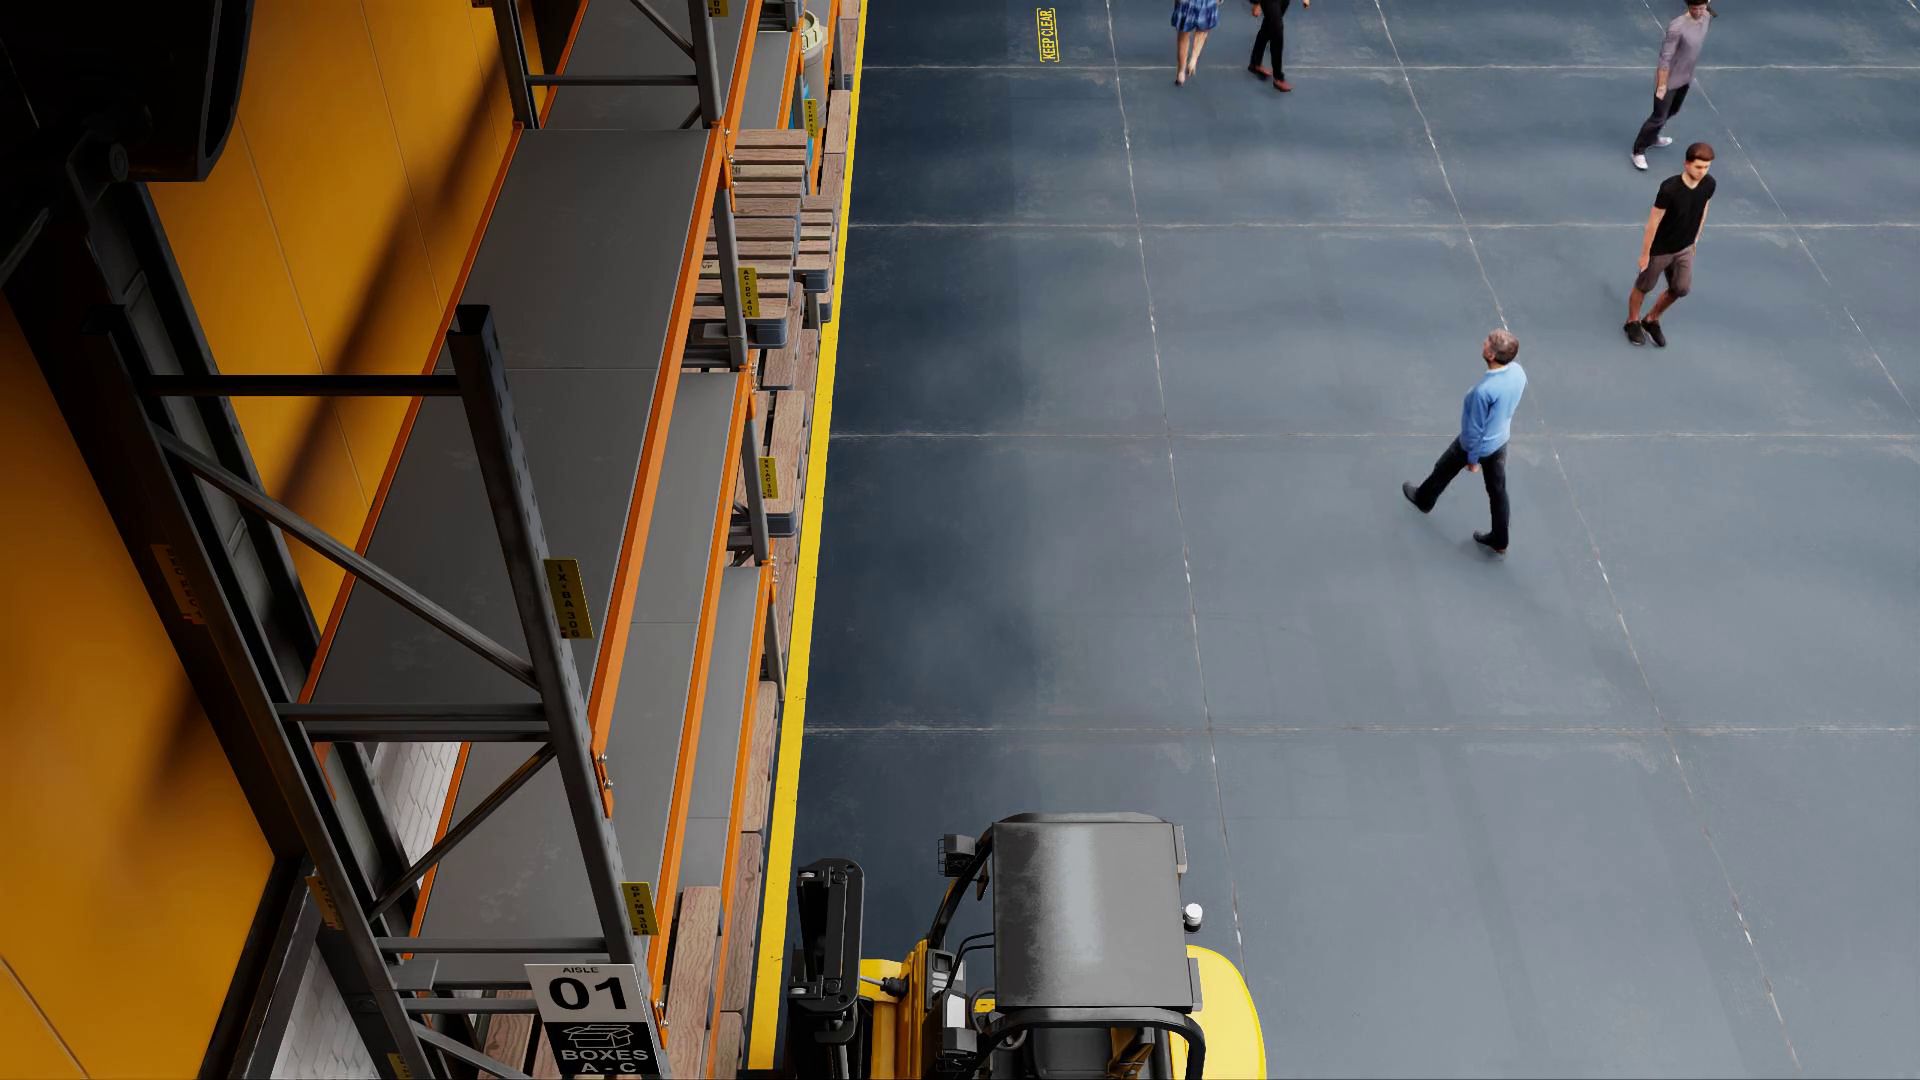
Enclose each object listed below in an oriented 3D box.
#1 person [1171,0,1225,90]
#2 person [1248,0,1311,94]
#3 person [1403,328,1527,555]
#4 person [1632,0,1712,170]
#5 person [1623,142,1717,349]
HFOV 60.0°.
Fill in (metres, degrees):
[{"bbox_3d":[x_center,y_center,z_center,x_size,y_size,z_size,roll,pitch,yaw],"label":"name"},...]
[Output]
[{"bbox_3d":[2.372,-5.321,16.532,0.747,1.787,0.739,2,44,2],"label":"person"},{"bbox_3d":[3.098,-5.489,16.664,1.020,1.848,1.104,-31,52,-29],"label":"person"},{"bbox_3d":[3.737,-0.659,11.646,1.086,1.775,1.248,-26,50,-25],"label":"person"},{"bbox_3d":[6.633,-4.344,15.486,0.926,1.814,0.928,30,51,28],"label":"person"},{"bbox_3d":[5.702,-2.443,13.464,0.755,1.851,0.703,-8,44,-8],"label":"person"}]
